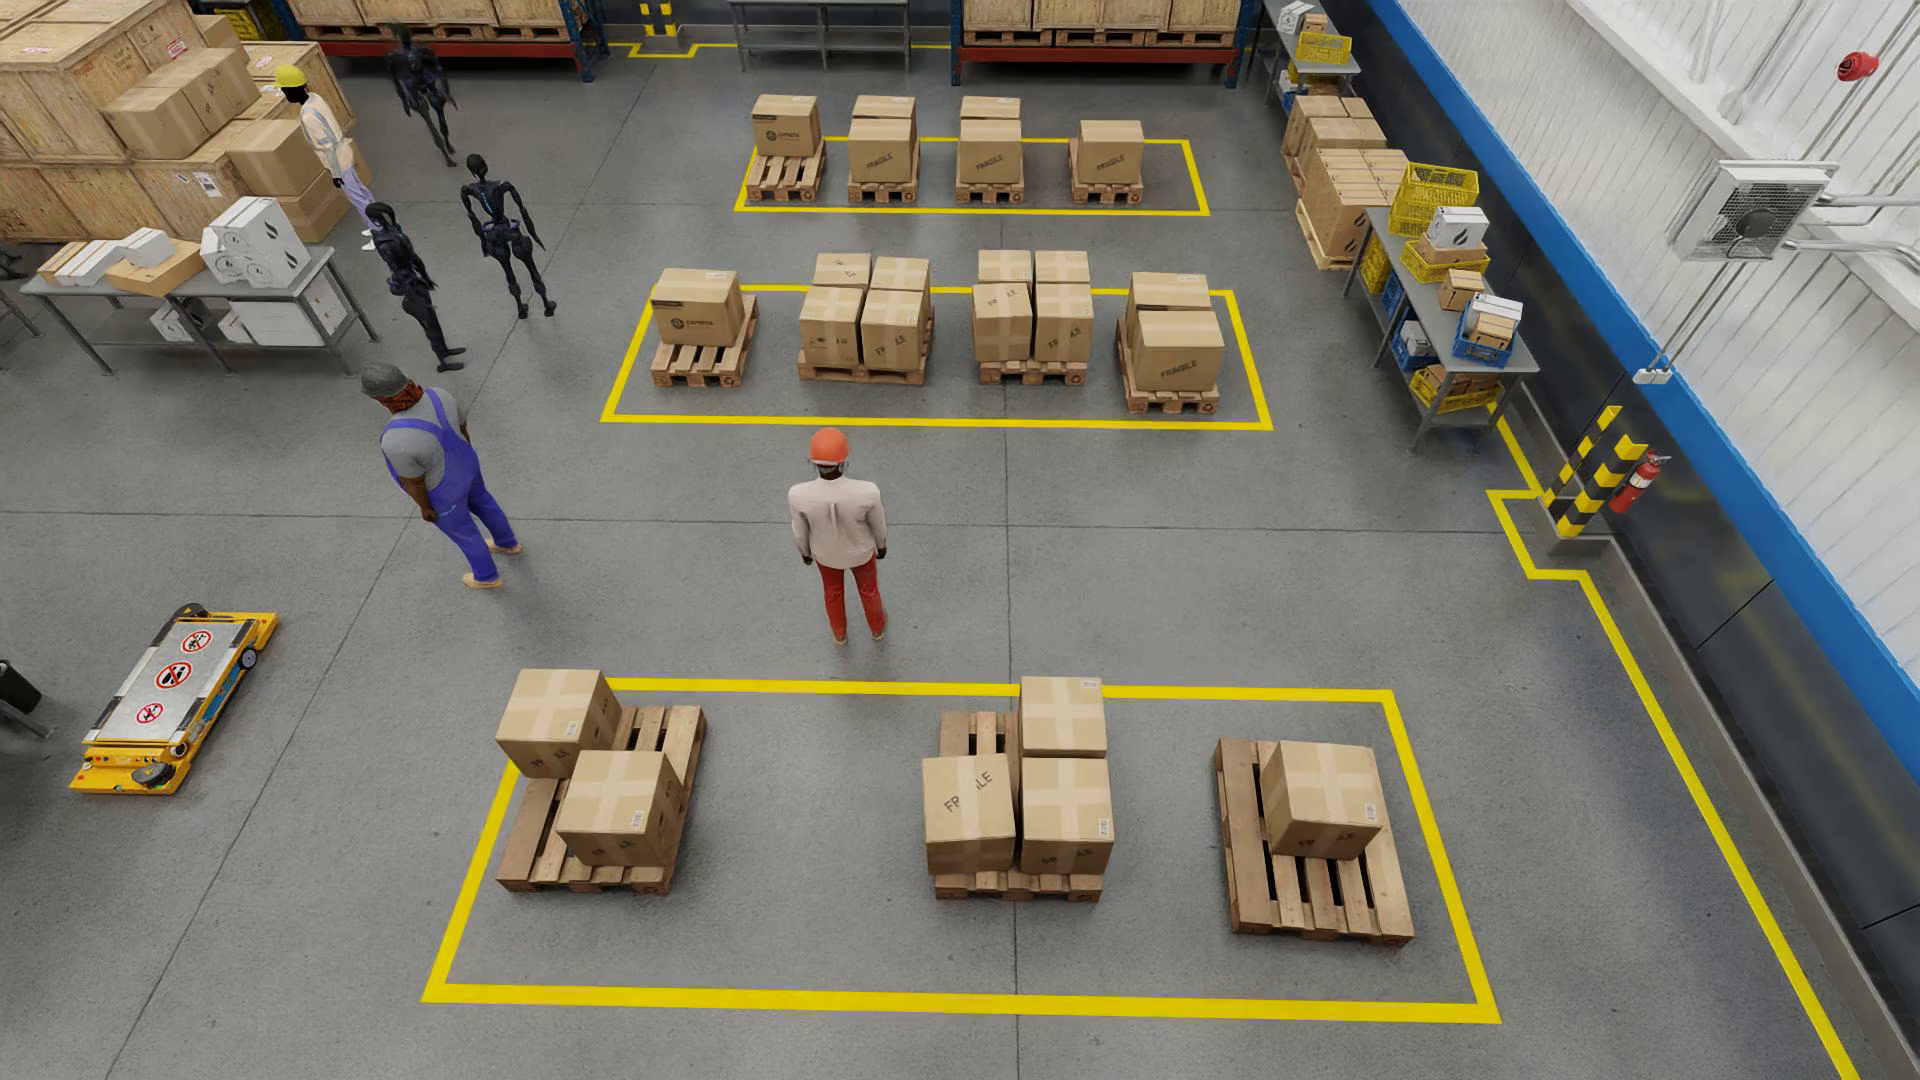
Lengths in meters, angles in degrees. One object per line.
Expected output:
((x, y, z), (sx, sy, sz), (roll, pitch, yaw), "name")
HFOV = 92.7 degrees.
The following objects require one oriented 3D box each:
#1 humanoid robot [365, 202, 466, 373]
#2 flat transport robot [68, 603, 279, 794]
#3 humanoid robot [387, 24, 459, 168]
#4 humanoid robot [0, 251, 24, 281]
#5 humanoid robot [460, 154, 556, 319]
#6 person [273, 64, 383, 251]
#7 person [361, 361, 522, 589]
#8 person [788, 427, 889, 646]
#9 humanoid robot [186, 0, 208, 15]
((-4.978, -2.299, 8.392), (0.340, 1.656, 0.587), (-9, 50, -7), "humanoid robot")
((-5.504, 1.072, 6.442), (0.652, 0.197, 1.431), (1, 50, 1), "flat transport robot")
((-6.427, -5.344, 10.999), (0.555, 1.628, 0.757), (-33, 57, -25), "humanoid robot")
((-10.325, -3.402, 9.325), (0.410, 1.648, 0.634), (-8, 50, -6), "humanoid robot")
((-4.415, -2.943, 8.934), (0.584, 1.649, 0.340), (-6, 50, -5), "humanoid robot")
((-6.590, -4.011, 9.673), (0.355, 1.930, 0.589), (-17, 52, -14), "person")
((-3.751, -0.462, 6.598), (0.536, 2.000, 0.677), (6, 50, 5), "person")
((-0.789, 0.035, 6.215), (0.609, 1.984, 0.396), (-2, 50, -2), "person")
((-9.865, -6.458, 11.909), (0.569, 1.651, 0.337), (-27, 55, -21), "humanoid robot")
